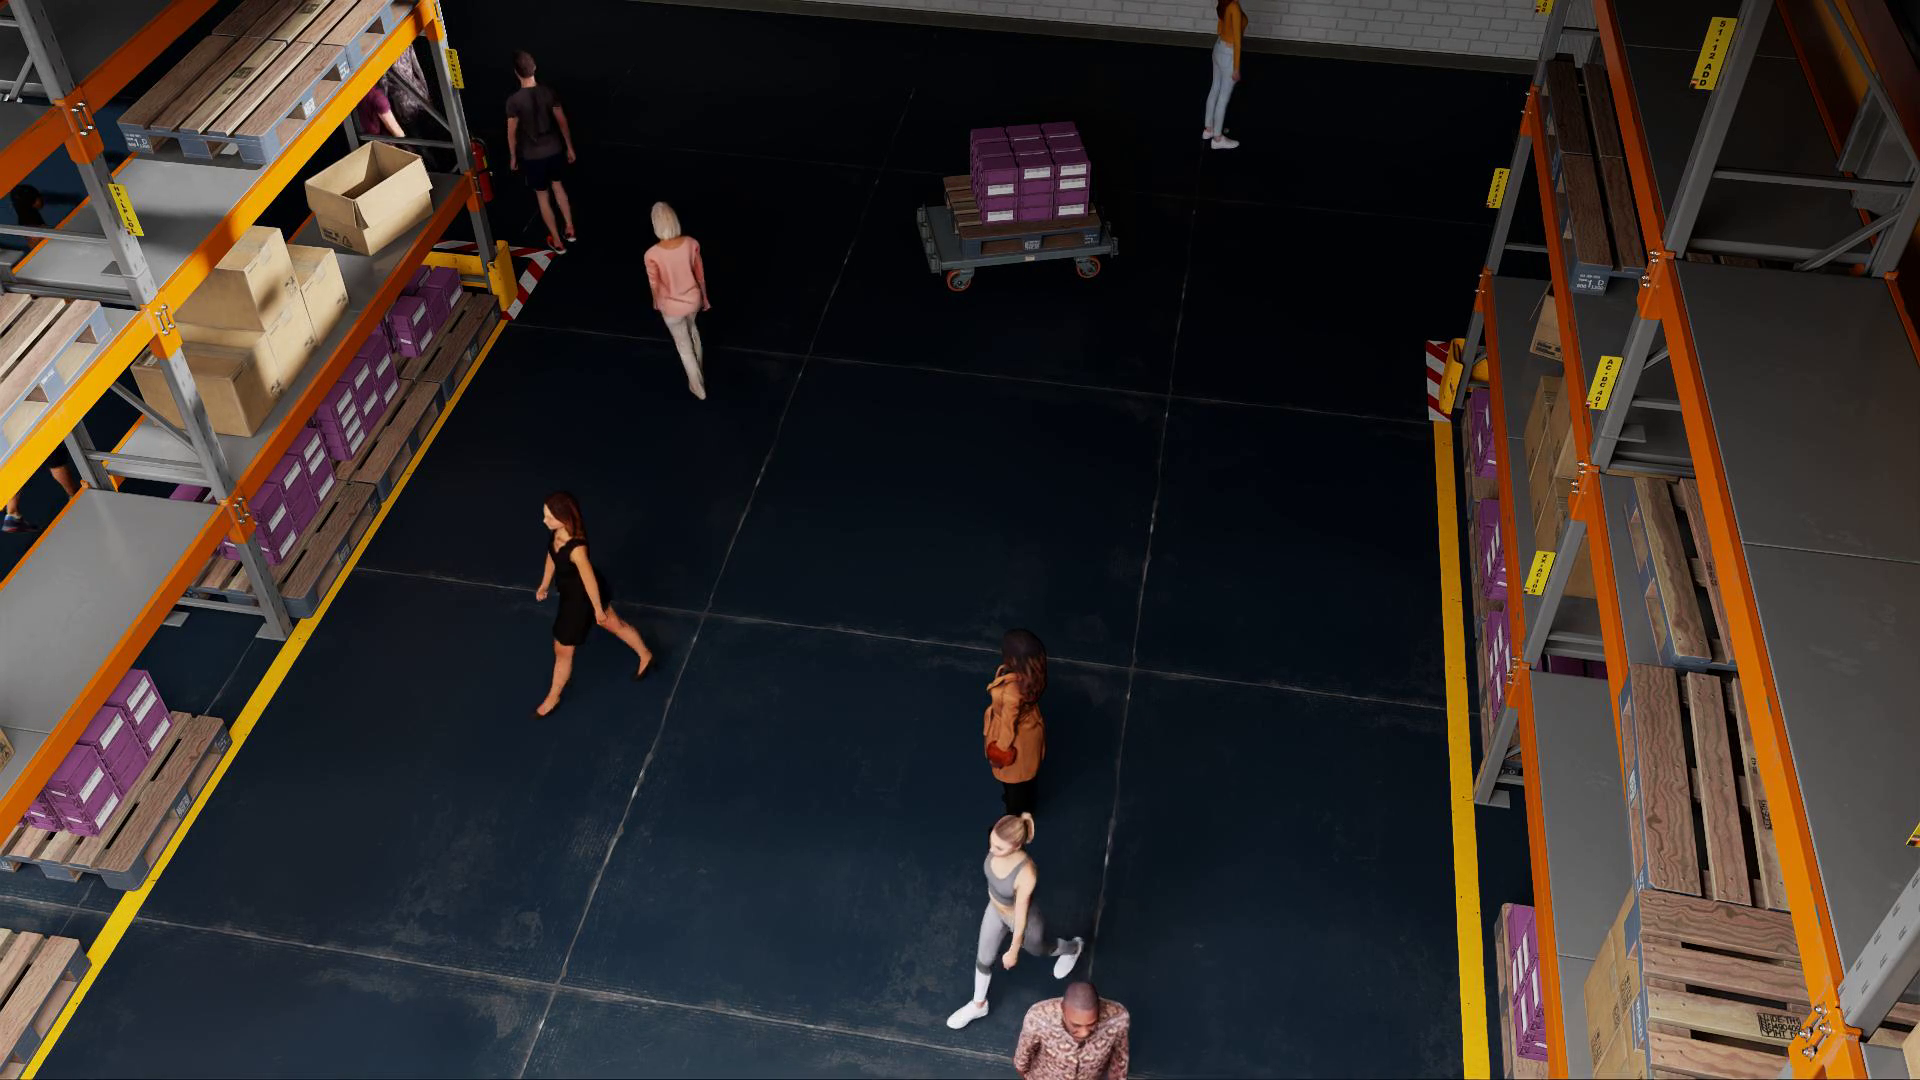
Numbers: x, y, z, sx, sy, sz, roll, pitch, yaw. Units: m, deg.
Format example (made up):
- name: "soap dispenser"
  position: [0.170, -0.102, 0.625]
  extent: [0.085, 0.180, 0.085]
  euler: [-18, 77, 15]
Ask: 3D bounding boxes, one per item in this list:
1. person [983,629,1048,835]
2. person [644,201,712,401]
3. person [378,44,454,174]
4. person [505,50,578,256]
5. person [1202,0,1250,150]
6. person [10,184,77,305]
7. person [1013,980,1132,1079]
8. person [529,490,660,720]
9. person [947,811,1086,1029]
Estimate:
- name: "person"
  position: [0.334, 1.134, 9.748]
  extent: [0.777, 1.727, 0.589]
  euler: [14, 45, 15]
- name: "person"
  position: [-2.124, -1.784, 12.824]
  extent: [0.775, 1.708, 0.835]
  euler: [-25, 49, -24]
- name: "person"
  position: [-4.949, -3.921, 15.081]
  extent: [0.767, 1.689, 0.651]
  euler: [31, 51, 28]
- name: "person"
  position: [-3.544, -3.261, 14.280]
  extent: [0.795, 1.837, 0.864]
  euler: [-29, 51, -27]
- name: "person"
  position: [2.514, -4.549, 15.696]
  extent: [0.720, 1.749, 0.597]
  euler: [-9, 44, -10]
- name: "person"
  position: [-7.143, -2.022, 13.100]
  extent: [0.847, 1.672, 1.001]
  euler: [32, 52, 29]
- name: "person"
  position: [0.533, 2.544, 8.241]
  extent: [0.893, 1.763, 1.132]
  euler: [-7, 44, -7]
- name: "person"
  position: [-2.295, 0.361, 10.522]
  extent: [1.071, 1.777, 1.116]
  euler: [-19, 47, -19]
- name: "person"
  position: [0.371, 1.978, 8.901]
  extent: [1.132, 1.672, 1.095]
  euler: [-25, 49, -24]
